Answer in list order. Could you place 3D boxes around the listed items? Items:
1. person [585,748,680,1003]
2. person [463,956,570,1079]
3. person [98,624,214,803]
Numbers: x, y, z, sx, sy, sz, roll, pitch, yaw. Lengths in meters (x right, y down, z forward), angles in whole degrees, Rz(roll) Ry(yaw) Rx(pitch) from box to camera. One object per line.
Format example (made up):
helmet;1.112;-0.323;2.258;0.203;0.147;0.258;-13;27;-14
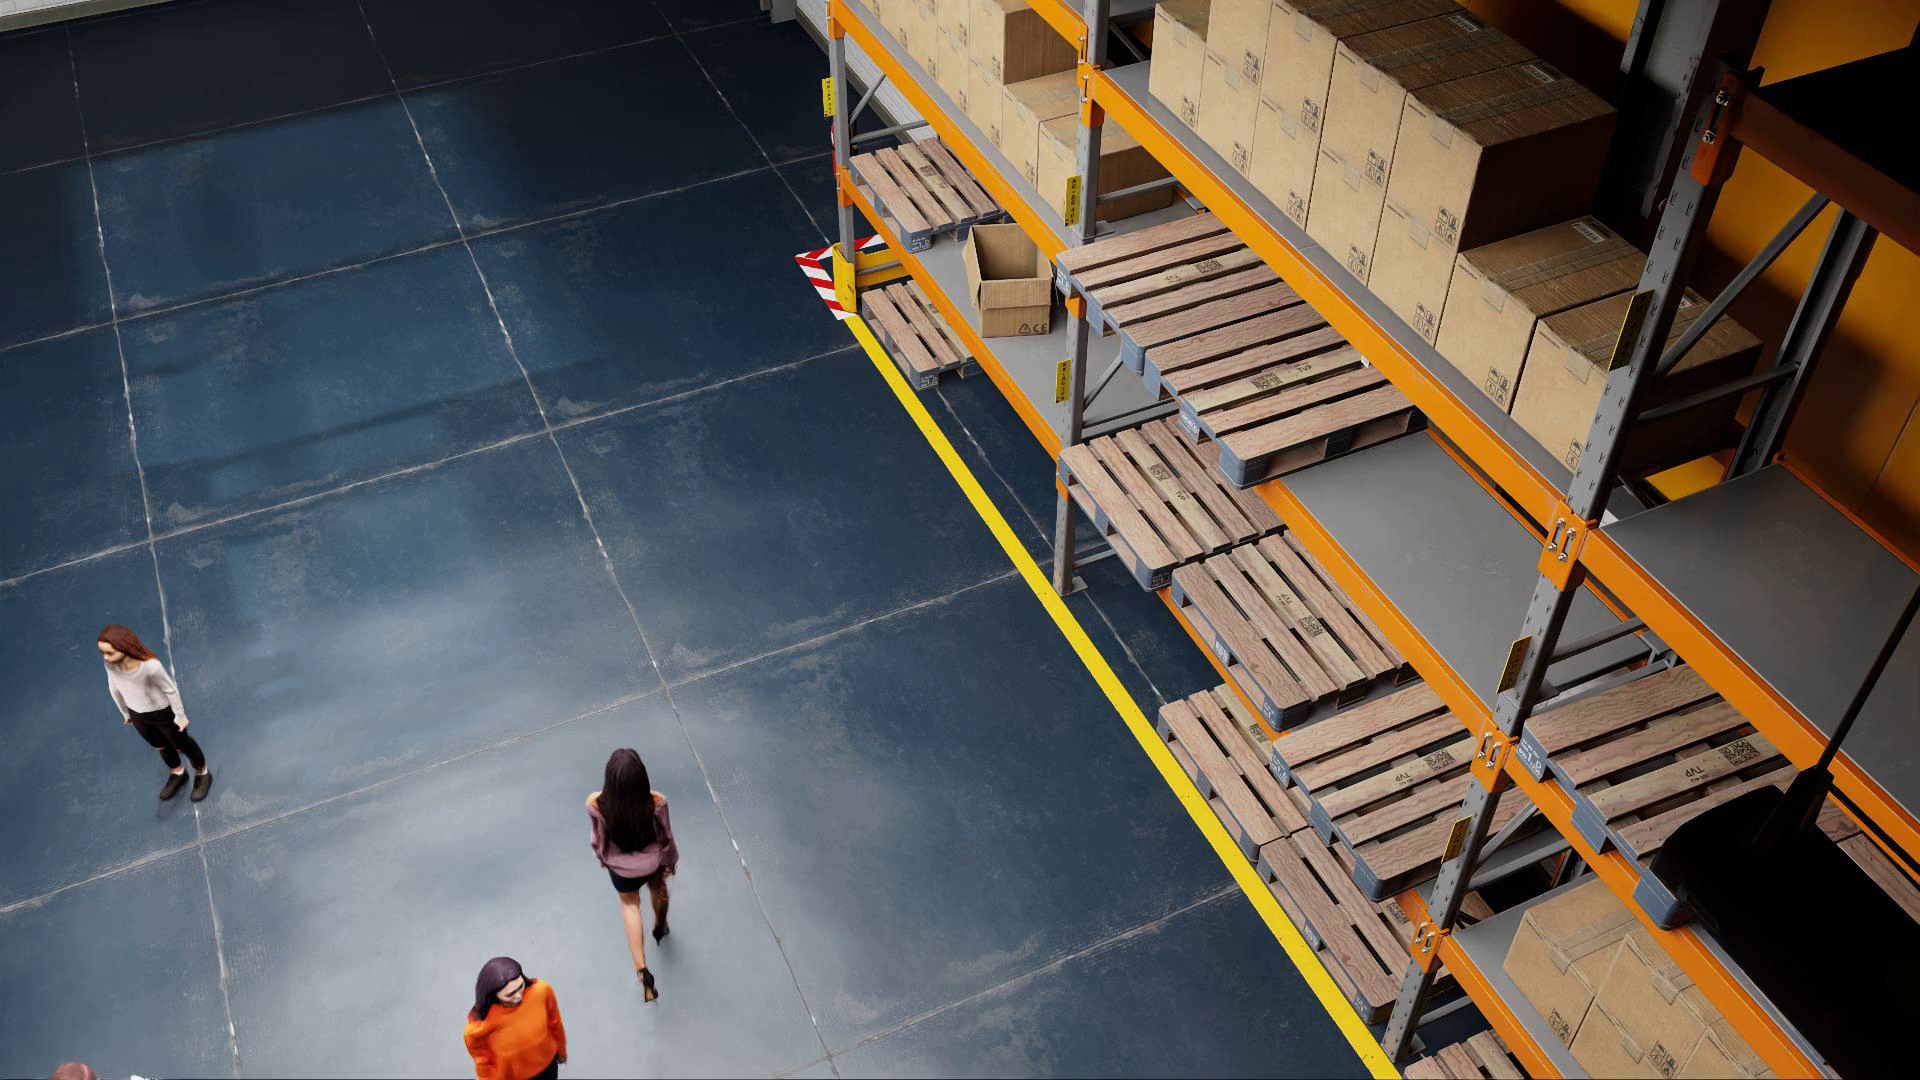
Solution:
person;-1.761;1.835;9.068;0.787;1.792;1.026;-5;44;-5
person;-2.232;2.572;8.337;0.706;1.734;0.737;-28;50;-27
person;-4.906;1.035;10.132;0.617;1.484;0.631;5;44;5
